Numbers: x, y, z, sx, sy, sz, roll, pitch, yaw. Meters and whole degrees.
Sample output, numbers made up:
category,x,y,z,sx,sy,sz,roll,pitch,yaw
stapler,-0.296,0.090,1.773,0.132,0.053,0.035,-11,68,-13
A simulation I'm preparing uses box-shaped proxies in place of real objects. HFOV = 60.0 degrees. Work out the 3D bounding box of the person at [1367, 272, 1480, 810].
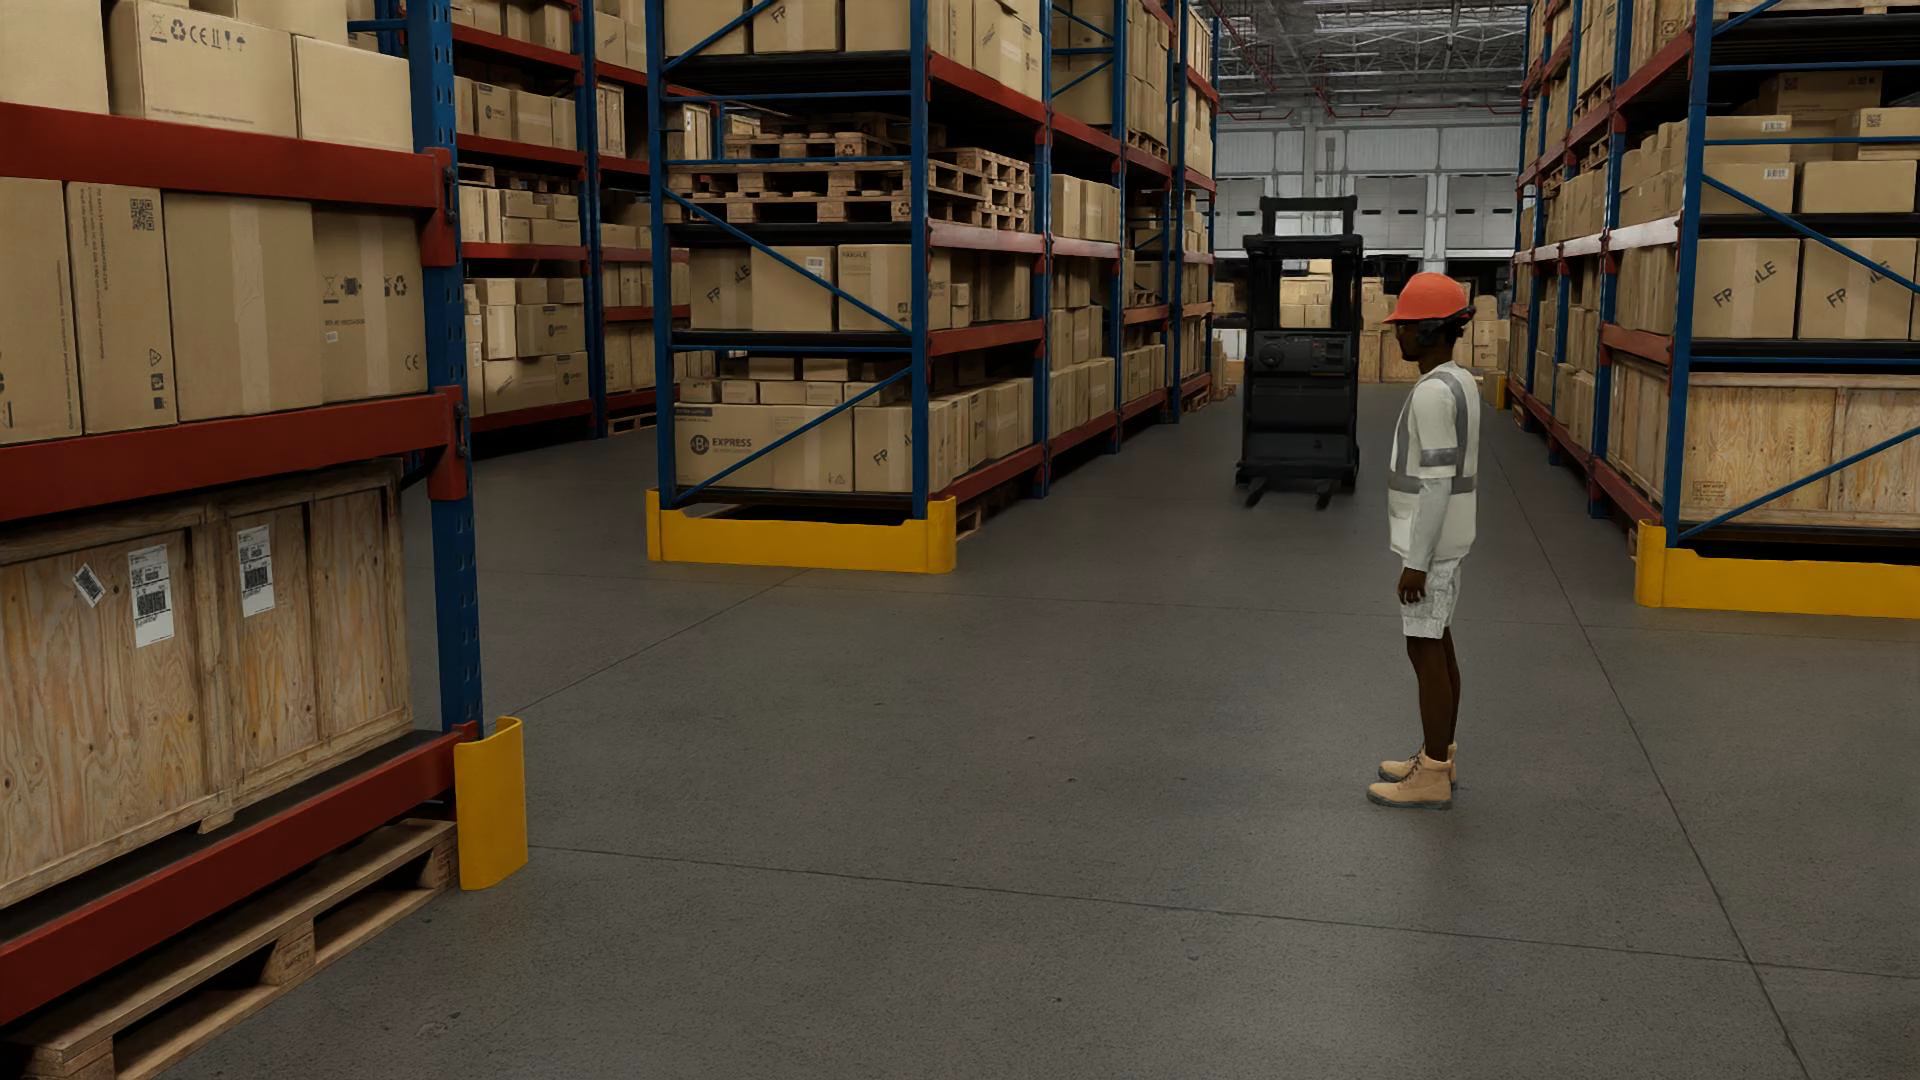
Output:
category,x,y,z,sx,sy,sz,roll,pitch,yaw
person,1.770,0.008,6.372,0.380,2.041,0.616,4,10,24

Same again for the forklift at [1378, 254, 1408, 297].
category,x,y,z,sx,sy,sz,roll,pitch,yaw
forklift,14.526,-8.207,55.916,1.129,2.768,1.873,-2,9,-11

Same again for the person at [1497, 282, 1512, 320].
category,x,y,z,sx,sy,sz,roll,pitch,yaw
person,15.215,-6.231,46.391,0.625,1.924,0.456,-3,9,-17

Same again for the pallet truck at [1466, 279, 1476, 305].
category,x,y,z,sx,sy,sz,roll,pitch,yaw
pallet truck,18.896,-8.459,60.307,1.885,1.965,0.823,5,10,31

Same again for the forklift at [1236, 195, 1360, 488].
category,x,y,z,sx,sy,sz,roll,pitch,yaw
forklift,3.433,-2.012,16.557,1.129,2.768,1.873,2,9,15
